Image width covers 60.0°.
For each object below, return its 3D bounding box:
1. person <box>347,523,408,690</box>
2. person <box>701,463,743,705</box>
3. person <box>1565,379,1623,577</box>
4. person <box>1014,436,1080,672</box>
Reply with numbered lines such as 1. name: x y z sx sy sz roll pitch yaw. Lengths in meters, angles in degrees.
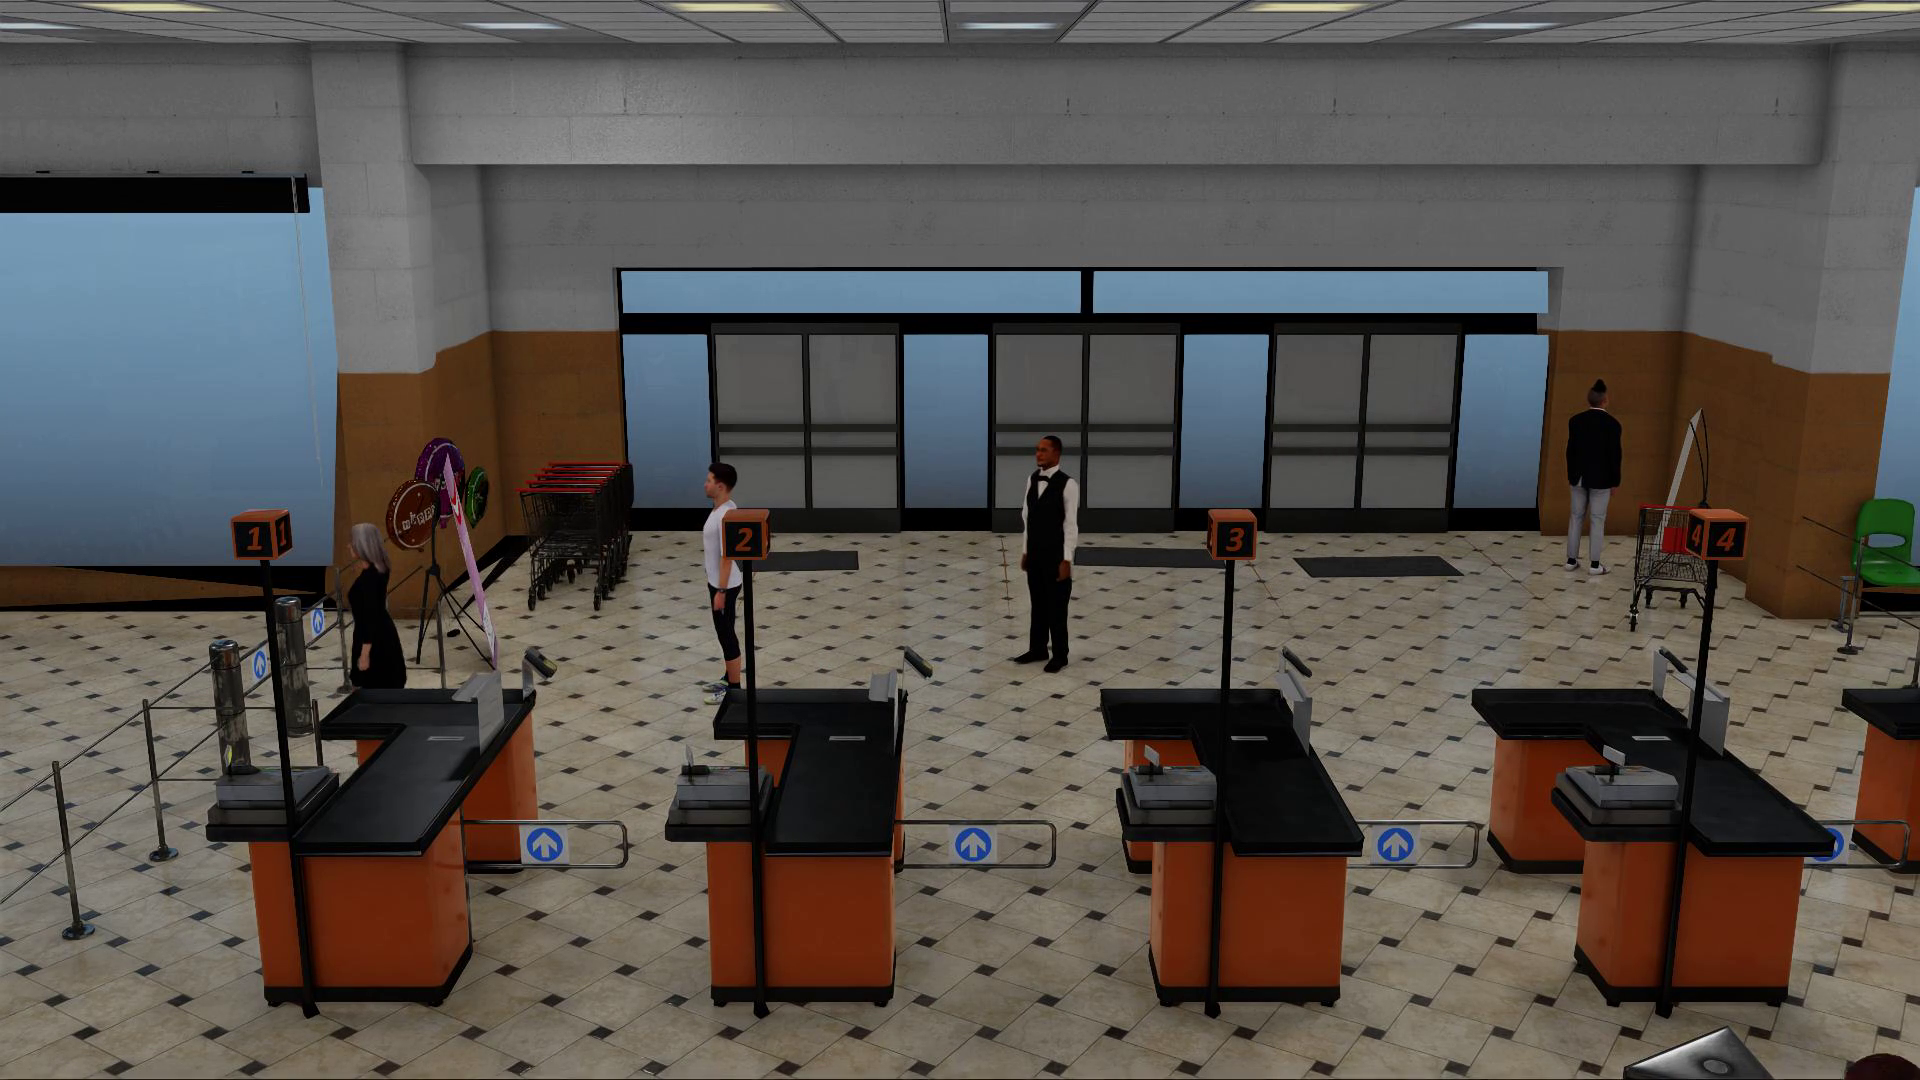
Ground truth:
1. person: -3.940 0.729 11.228 0.727 1.748 0.631 -4 14 -18
2. person: -1.800 0.319 12.700 0.768 1.851 0.563 -2 14 -10
3. person: 6.235 -0.635 16.422 0.844 1.950 0.783 -13 19 -43
4. person: 0.729 0.092 13.491 0.830 1.918 0.767 -13 19 -42
